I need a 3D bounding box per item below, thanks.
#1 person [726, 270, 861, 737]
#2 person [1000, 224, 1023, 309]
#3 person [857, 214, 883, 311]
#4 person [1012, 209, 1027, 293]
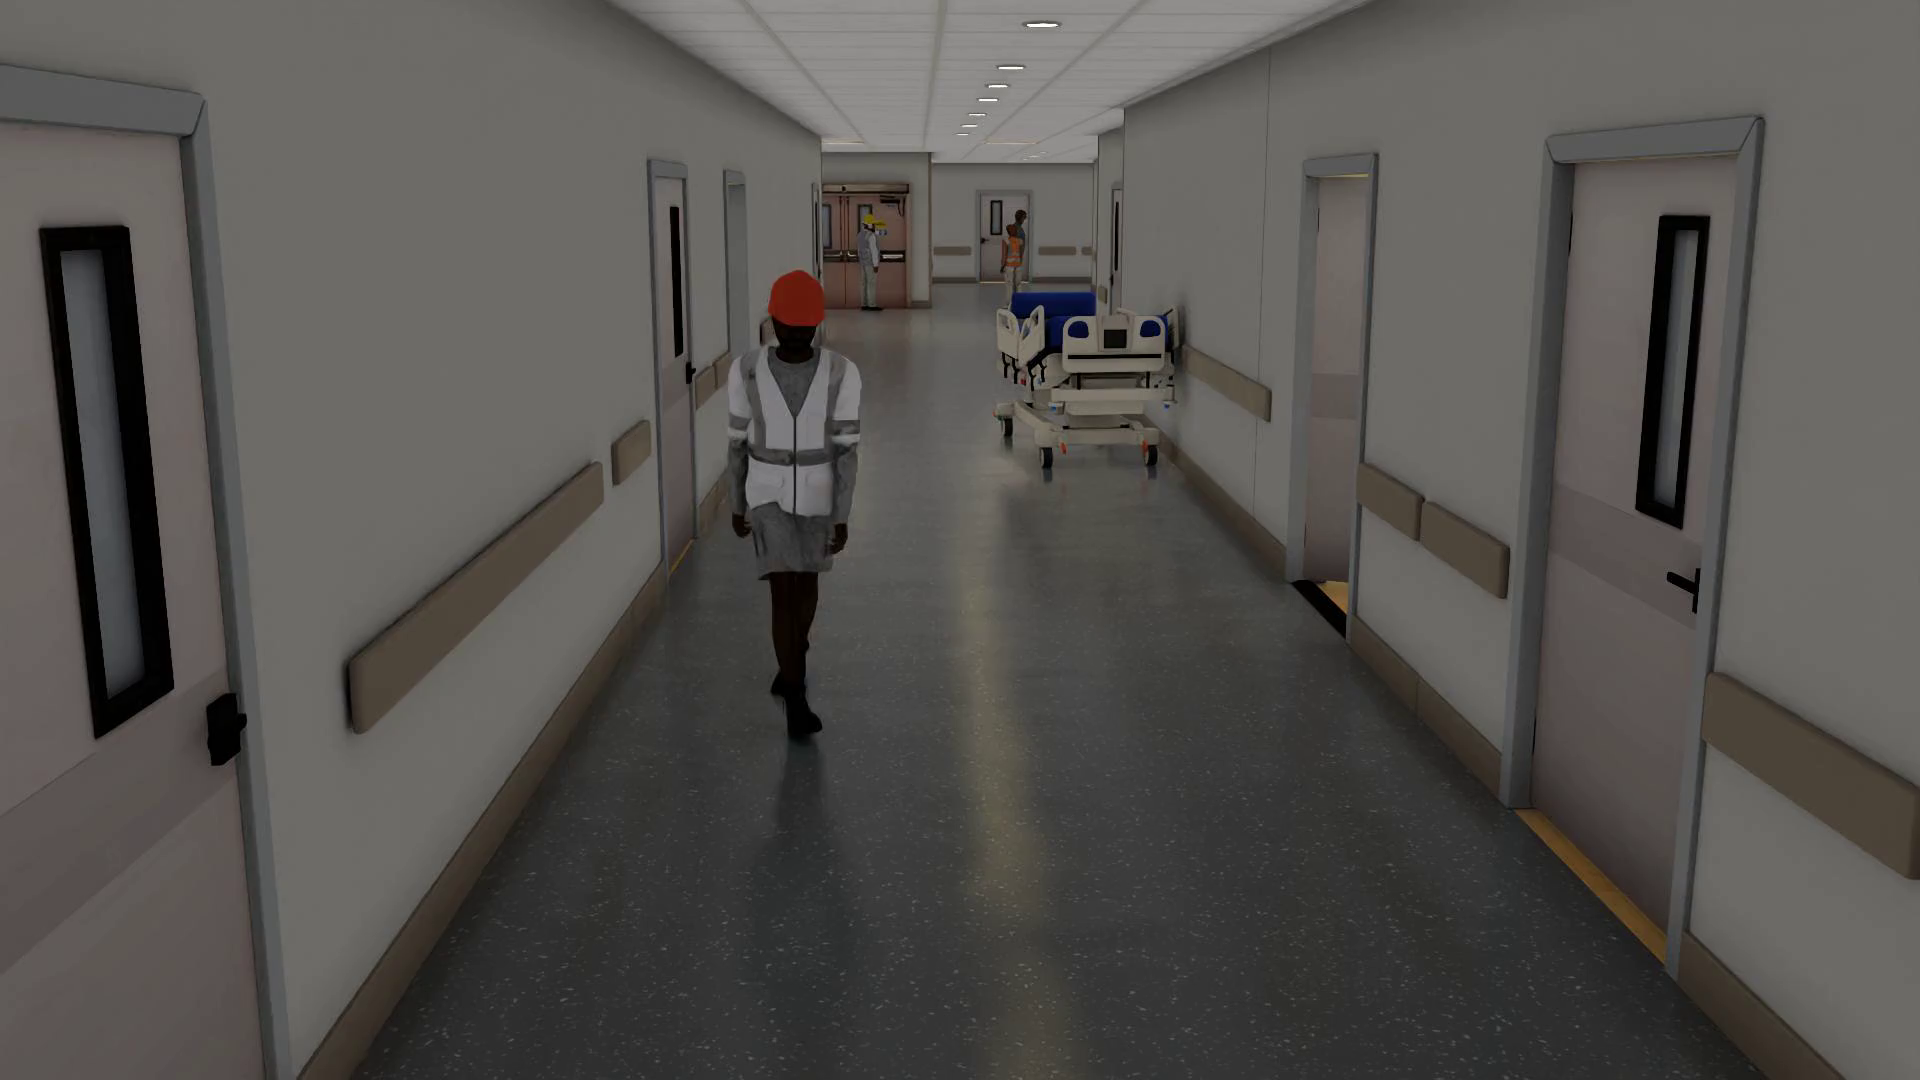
[{"bbox_3d":[-0.685,-0.174,6.841,0.540,1.865,1.023,-2,12,-8],"label":"person"},{"bbox_3d":[1.016,-5.329,32.442,0.514,1.641,0.309,-8,14,-34],"label":"person"},{"bbox_3d":[-1.723,-5.287,31.767,0.404,1.833,0.590,-8,14,-33],"label":"person"},{"bbox_3d":[1.143,-5.520,32.684,0.386,1.927,0.636,0,12,1],"label":"person"}]
